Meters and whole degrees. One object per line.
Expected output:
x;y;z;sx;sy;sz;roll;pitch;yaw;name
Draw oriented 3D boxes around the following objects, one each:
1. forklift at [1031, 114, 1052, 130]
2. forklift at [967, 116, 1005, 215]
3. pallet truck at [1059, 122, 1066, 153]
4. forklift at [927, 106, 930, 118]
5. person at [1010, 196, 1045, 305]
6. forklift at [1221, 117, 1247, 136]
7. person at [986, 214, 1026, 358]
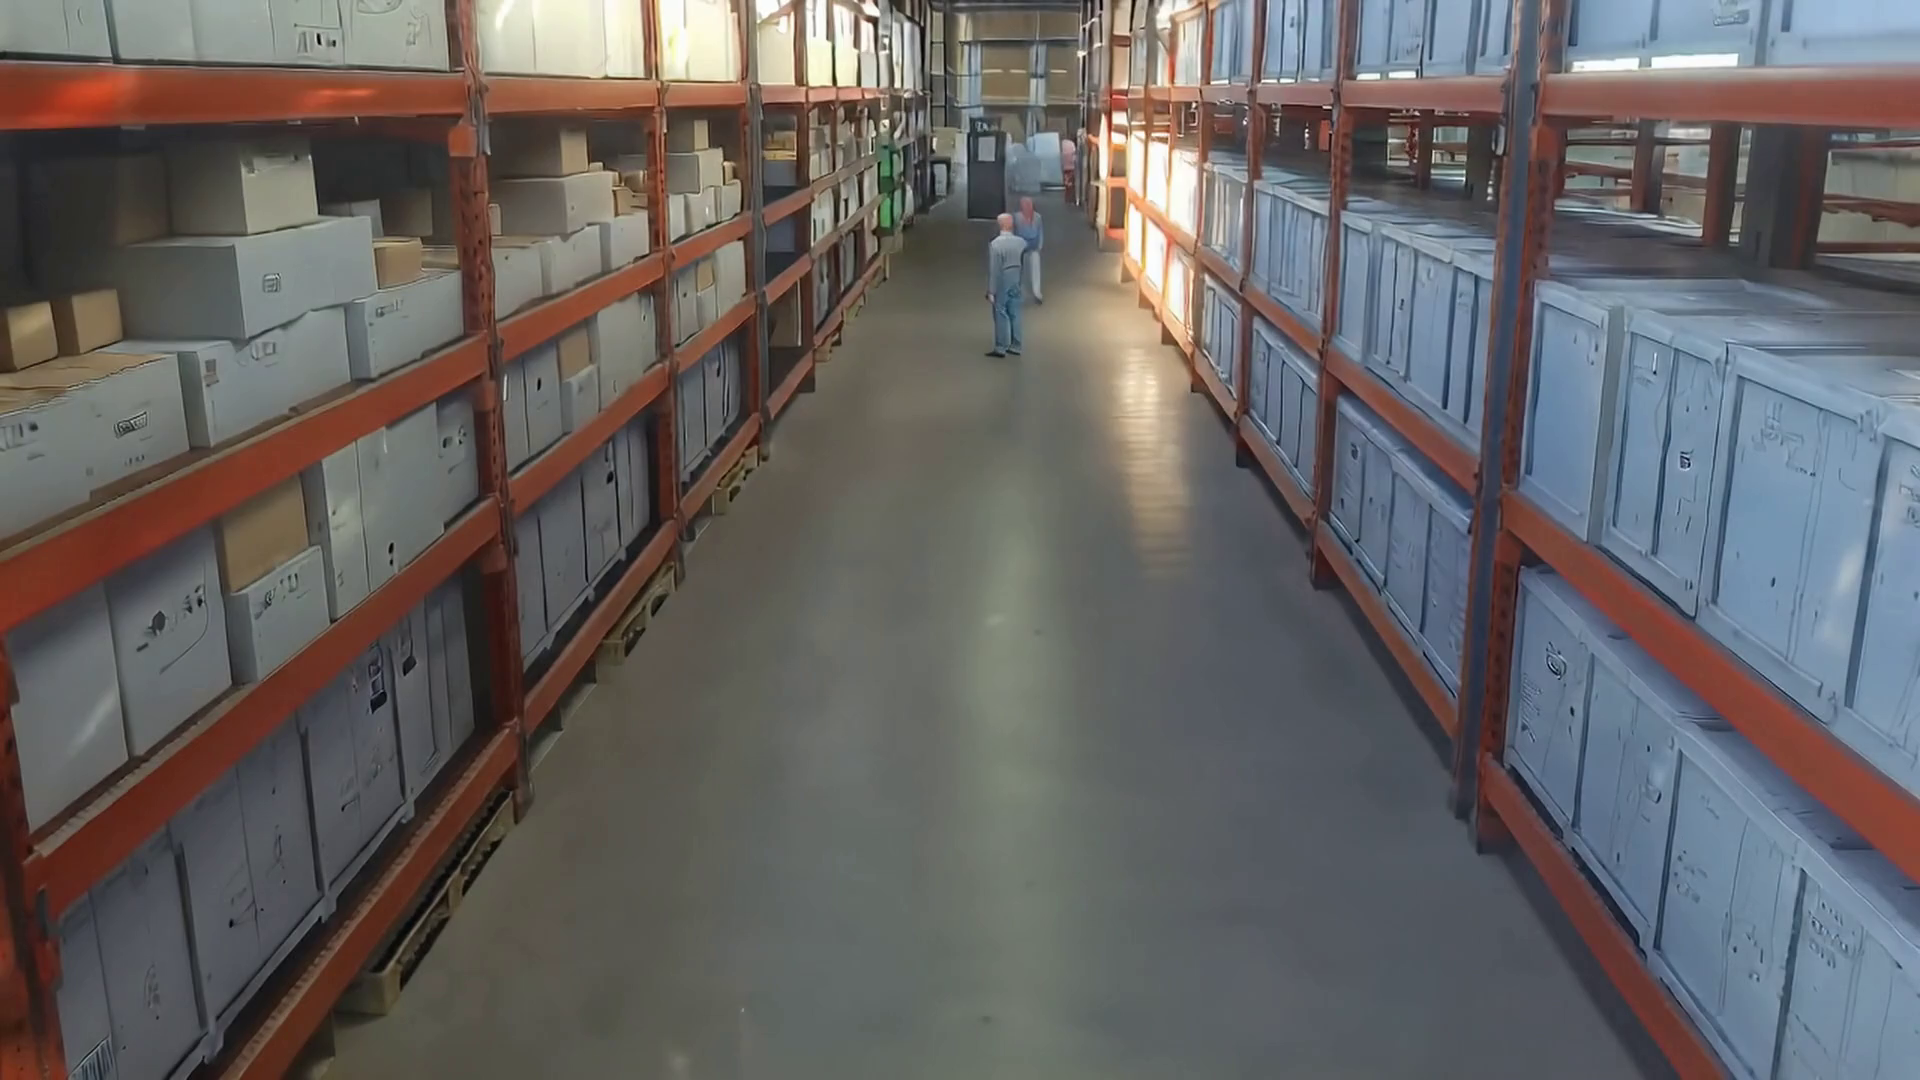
3.455;-17.017;71.107;1.129;2.768;1.873;0;15;2;forklift
0.770;-10.966;48.591;1.129;2.768;1.873;0;15;2;forklift
5.788;-21.111;88.014;1.885;1.965;0.823;5;16;18;pallet truck
-1.953;-21.125;86.391;1.129;2.768;1.873;0;15;2;forklift
1.136;-4.837;27.836;0.647;1.796;0.931;-5;16;-18;person
7.727;-10.406;46.509;1.129;2.768;1.873;0;15;1;forklift
0.586;-3.406;22.317;0.651;1.904;0.403;-14;20;-42;person
